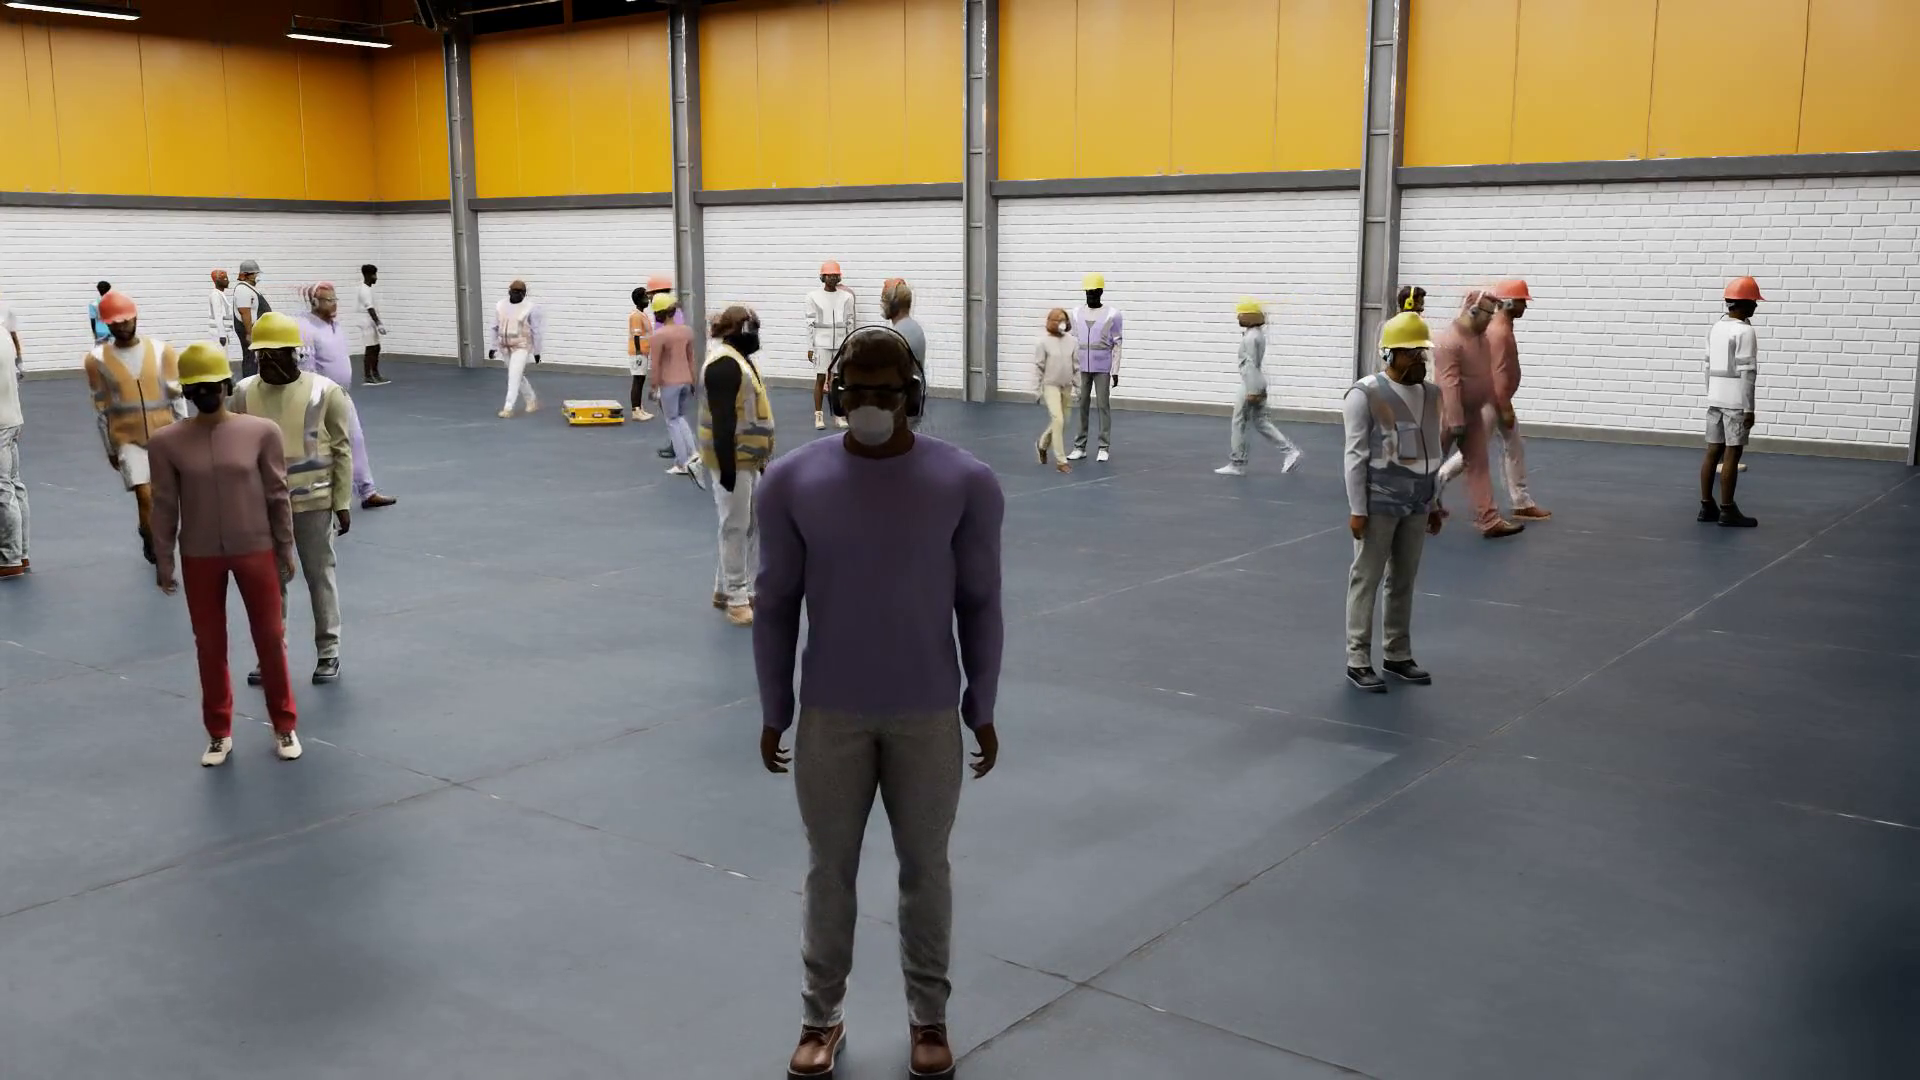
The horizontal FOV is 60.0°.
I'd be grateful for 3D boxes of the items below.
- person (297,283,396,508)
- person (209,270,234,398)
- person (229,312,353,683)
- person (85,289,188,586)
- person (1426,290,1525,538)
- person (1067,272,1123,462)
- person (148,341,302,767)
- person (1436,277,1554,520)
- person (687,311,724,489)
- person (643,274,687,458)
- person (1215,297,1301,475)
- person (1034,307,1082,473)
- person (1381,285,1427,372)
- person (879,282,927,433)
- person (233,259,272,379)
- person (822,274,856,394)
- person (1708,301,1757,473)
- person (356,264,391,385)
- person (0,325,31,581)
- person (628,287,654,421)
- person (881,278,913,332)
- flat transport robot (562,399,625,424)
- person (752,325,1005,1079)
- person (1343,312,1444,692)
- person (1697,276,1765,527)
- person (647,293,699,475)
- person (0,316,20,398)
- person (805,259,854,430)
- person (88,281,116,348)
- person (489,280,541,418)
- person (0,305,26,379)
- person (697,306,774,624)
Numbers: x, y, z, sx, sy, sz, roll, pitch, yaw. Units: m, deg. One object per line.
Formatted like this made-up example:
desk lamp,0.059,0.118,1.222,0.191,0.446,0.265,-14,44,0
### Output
person,-5.086,-1.154,13.607,0.908,1.865,0.665,2,10,14
person,-10.865,-3.029,24.500,0.354,1.883,0.572,-4,10,-20
person,-3.293,-0.198,8.166,0.601,1.830,0.403,0,10,-1
person,-5.332,-0.681,10.801,0.569,1.896,0.885,-7,12,-35
person,3.771,-0.937,12.443,0.650,1.843,0.981,-9,13,-41
person,1.363,-1.764,17.003,0.585,1.929,0.371,5,11,25
person,-3.029,0.063,6.864,0.530,1.764,0.339,-4,10,-21
person,4.183,-1.117,13.216,1.035,1.945,0.615,4,11,22
person,-2.091,-1.151,14.295,0.509,1.631,0.520,2,10,11
person,-3.058,-1.796,17.327,0.480,1.916,0.561,2,10,10
person,2.865,-1.455,15.850,0.743,1.709,0.525,4,10,21
person,0.926,-1.479,16.265,0.507,1.605,0.714,-6,11,-30
person,3.740,-1.274,14.385,0.476,1.846,0.560,6,11,31
person,-0.392,-0.967,12.420,0.887,1.913,0.644,3,10,15
person,-10.117,-3.000,23.869,0.536,2.000,0.681,-3,10,-16
person,-1.894,-3.154,25.158,0.643,1.909,0.410,-4,11,-22
person,7.481,-1.561,16.102,0.501,1.839,0.341,-8,12,-39
person,-9.508,-3.480,26.884,0.444,1.956,0.622,-3,10,-15
person,-6.281,-0.699,10.768,0.371,1.940,0.627,-3,10,-16
person,-4.061,-2.365,21.174,0.317,1.695,0.540,0,10,-2
person,-0.606,-1.563,15.963,0.355,1.883,0.572,2,10,9
flat transport robot,-4.652,-1.631,21.044,0.652,0.197,1.431,-3,10,-17
person,-0.206,0.428,4.209,0.635,1.936,0.355,0,10,0
person,2.126,-0.188,8.099,0.588,1.835,0.404,-5,11,-28
person,6.015,-1.072,12.943,0.356,1.938,0.543,-2,10,-9
person,-2.759,-1.482,15.885,0.371,1.749,0.538,6,12,33
person,-8.997,-1.477,15.366,0.424,1.910,0.621,3,10,18
person,-1.558,-2.355,20.098,0.607,2.048,0.368,-4,10,-21
person,-13.999,-3.410,27.347,0.544,1.667,0.802,-5,11,-26
person,-5.774,-2.510,21.772,0.620,1.787,0.947,4,10,20
person,-10.577,-1.937,18.228,0.557,1.854,0.391,-4,11,-25
person,-1.286,-0.435,9.623,0.433,1.815,0.694,1,10,6
